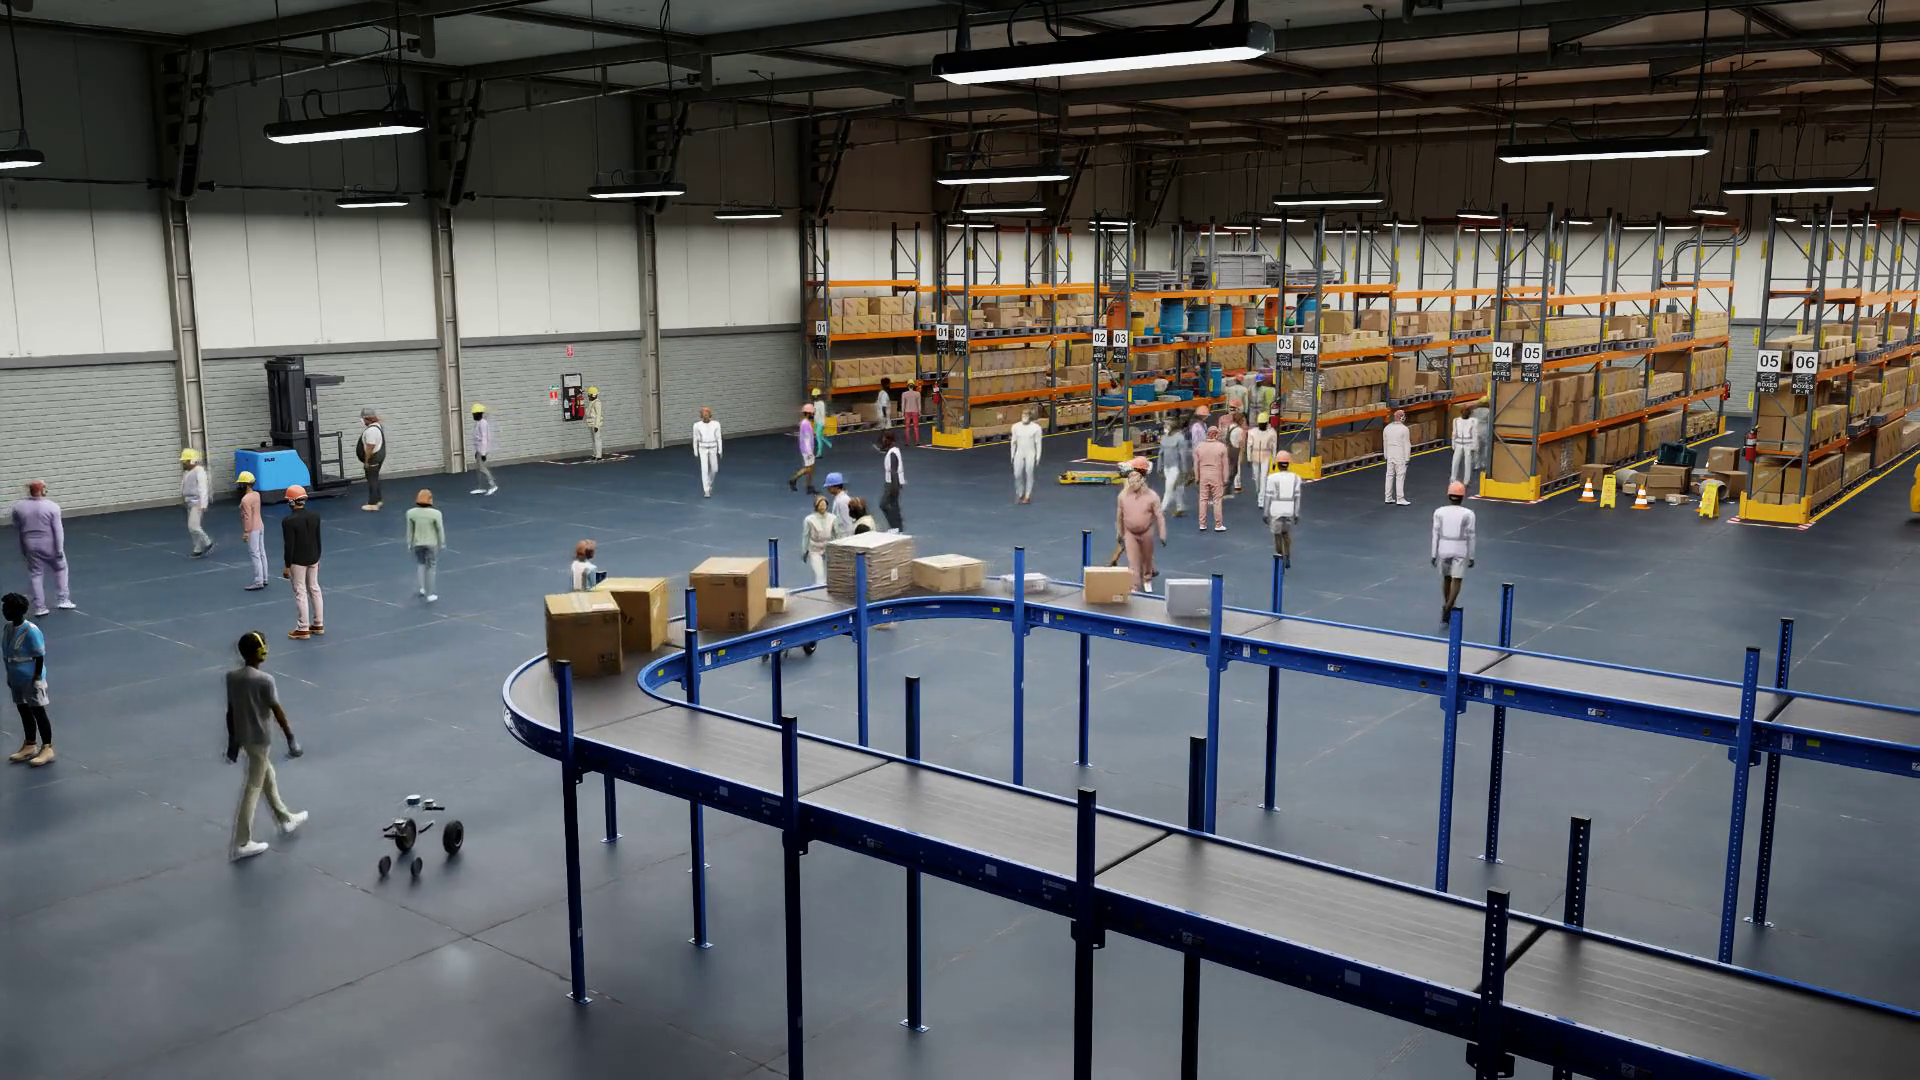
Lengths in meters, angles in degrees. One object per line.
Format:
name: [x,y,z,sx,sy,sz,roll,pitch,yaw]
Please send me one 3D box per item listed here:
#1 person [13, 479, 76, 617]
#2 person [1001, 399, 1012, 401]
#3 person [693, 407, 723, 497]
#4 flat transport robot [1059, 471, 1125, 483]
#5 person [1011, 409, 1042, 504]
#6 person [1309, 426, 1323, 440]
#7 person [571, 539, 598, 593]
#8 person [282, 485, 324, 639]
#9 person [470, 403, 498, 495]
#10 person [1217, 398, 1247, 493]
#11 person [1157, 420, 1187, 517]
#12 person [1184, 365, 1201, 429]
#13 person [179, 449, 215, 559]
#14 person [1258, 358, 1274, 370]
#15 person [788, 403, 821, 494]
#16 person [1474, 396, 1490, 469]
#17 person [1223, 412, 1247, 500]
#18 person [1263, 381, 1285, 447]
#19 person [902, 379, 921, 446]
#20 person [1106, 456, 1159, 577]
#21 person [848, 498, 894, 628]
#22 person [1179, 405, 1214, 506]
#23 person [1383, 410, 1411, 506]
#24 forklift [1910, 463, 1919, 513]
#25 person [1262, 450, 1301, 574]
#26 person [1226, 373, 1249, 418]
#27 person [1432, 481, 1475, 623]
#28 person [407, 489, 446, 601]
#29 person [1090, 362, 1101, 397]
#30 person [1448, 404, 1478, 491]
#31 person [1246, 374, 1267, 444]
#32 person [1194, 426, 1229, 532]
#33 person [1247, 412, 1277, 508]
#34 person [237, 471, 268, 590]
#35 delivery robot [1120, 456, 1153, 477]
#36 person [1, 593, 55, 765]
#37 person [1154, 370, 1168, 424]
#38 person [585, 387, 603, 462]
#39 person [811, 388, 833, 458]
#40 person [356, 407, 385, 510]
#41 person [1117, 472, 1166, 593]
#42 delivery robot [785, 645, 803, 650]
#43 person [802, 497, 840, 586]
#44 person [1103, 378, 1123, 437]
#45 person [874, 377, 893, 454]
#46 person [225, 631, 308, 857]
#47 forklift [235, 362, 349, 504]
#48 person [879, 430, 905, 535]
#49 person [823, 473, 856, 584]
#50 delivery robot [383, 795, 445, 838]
person: [-12.671,0.092,21.666,0.648,1.886,0.685,-1,10,-7]
person: [1.393,-4.518,47.434,0.637,1.938,0.357,10,14,43]
person: [-5.270,-1.857,32.660,0.602,1.867,0.627,-3,11,-18]
flat transport robot: [2.922,-1.396,34.679,1.431,0.197,0.652,0,10,0]
person: [1.301,-1.667,31.431,0.655,1.921,0.668,3,10,15]
person: [8.935,-3.012,39.169,0.534,1.864,0.311,9,13,40]
person: [-4.453,0.798,18.433,0.668,1.620,0.523,-9,13,-41]
person: [-8.548,0.272,20.317,0.381,1.994,0.622,4,11,19]
person: [-10.039,-1.903,32.810,0.423,1.942,0.614,-4,11,-22]
person: [5.768,-2.003,33.123,0.622,1.992,0.396,5,11,25]
person: [3.968,-1.339,29.711,1.048,1.874,0.632,-7,12,-35]
person: [6.789,-4.085,45.097,0.553,1.914,0.823,9,13,40]
person: [-12.580,-0.594,25.692,0.620,1.816,0.431,8,13,40]
person: [9.820,-4.948,50.287,0.585,1.798,0.980,10,14,43]
person: [-3.266,-1.907,32.799,0.598,1.919,0.561,0,10,1]
person: [12.382,-2.557,37.000,0.504,1.715,0.710,8,13,38]
person: [5.622,-1.725,32.092,0.513,1.813,0.508,-4,11,-21]
person: [8.268,-3.336,41.104,0.452,1.826,0.654,-8,13,-39]
person: [-1.290,-3.393,41.598,0.533,1.765,0.330,0,10,-2]
person: [2.652,-0.343,24.050,0.921,1.910,0.548,-6,12,-32]
person: [-1.341,0.314,20.700,1.007,1.781,0.652,0,10,1]
person: [4.755,-1.710,31.440,0.867,2.022,0.609,5,11,25]
person: [8.807,-1.661,31.446,0.410,1.909,0.642,-7,12,-34]
forklift: [19.034,-1.348,28.998,2.313,2.155,1.214,8,13,37]
person: [5.036,-0.446,24.585,0.546,1.919,0.514,-3,10,-15]
person: [7.239,-3.381,40.944,0.620,1.972,0.573,6,11,28]
person: [6.641,0.171,21.124,0.557,1.918,0.813,6,12,30]
person: [-7.663,0.073,22.498,0.521,1.617,0.374,0,10,1]
person: [4.348,-4.911,49.357,0.615,2.041,0.391,8,13,37]
person: [10.676,-1.949,33.241,0.565,1.850,0.835,7,12,33]
person: [7.877,-3.443,41.489,0.620,1.895,0.969,4,11,21]
person: [4.569,-1.113,28.362,0.637,1.911,0.403,5,11,27]
person: [6.055,-1.641,31.361,0.578,1.889,0.855,4,11,22]
person: [-10.556,-0.144,23.304,0.322,1.769,0.523,-1,10,-4]
delivery robot: [3.941,-1.635,34.961,0.707,0.478,0.477,-3,10,-15]
person: [-9.063,1.338,15.159,0.540,1.695,0.317,6,12,29]
person: [6.111,-4.318,47.240,0.502,1.613,0.620,7,12,34]
person: [-8.948,-2.833,38.250,0.404,1.833,0.590,-5,11,-26]
person: [-3.454,-2.918,38.989,0.544,1.750,0.523,-5,11,-25]
person: [-11.626,-1.603,30.862,0.535,2.000,0.708,-2,10,-9]
person: [2.649,-0.088,22.793,0.751,1.842,1.016,3,11,17]
delivery robot: [-2.152,1.143,19.324,0.477,0.478,0.707,4,11,23]
person: [-1.955,0.163,22.069,0.531,1.591,0.893,-6,11,-28]
person: [4.373,-3.718,43.718,0.831,1.664,0.540,-8,13,-39]
person: [-1.906,-3.163,39.754,0.427,1.955,0.630,-1,10,-6]
person: [-5.736,1.651,13.001,0.544,1.827,0.907,5,11,28]
forklift: [-13.803,-2.244,32.110,1.129,2.768,1.873,8,13,37]
person: [-1.238,-0.994,27.703,0.529,1.897,0.639,-1,10,-7]
person: [-1.655,-0.038,22.449,1.085,1.873,0.588,-1,10,-4]
delivery robot: [-4.425,2.190,12.688,0.335,0.223,0.698,1,11,7]
